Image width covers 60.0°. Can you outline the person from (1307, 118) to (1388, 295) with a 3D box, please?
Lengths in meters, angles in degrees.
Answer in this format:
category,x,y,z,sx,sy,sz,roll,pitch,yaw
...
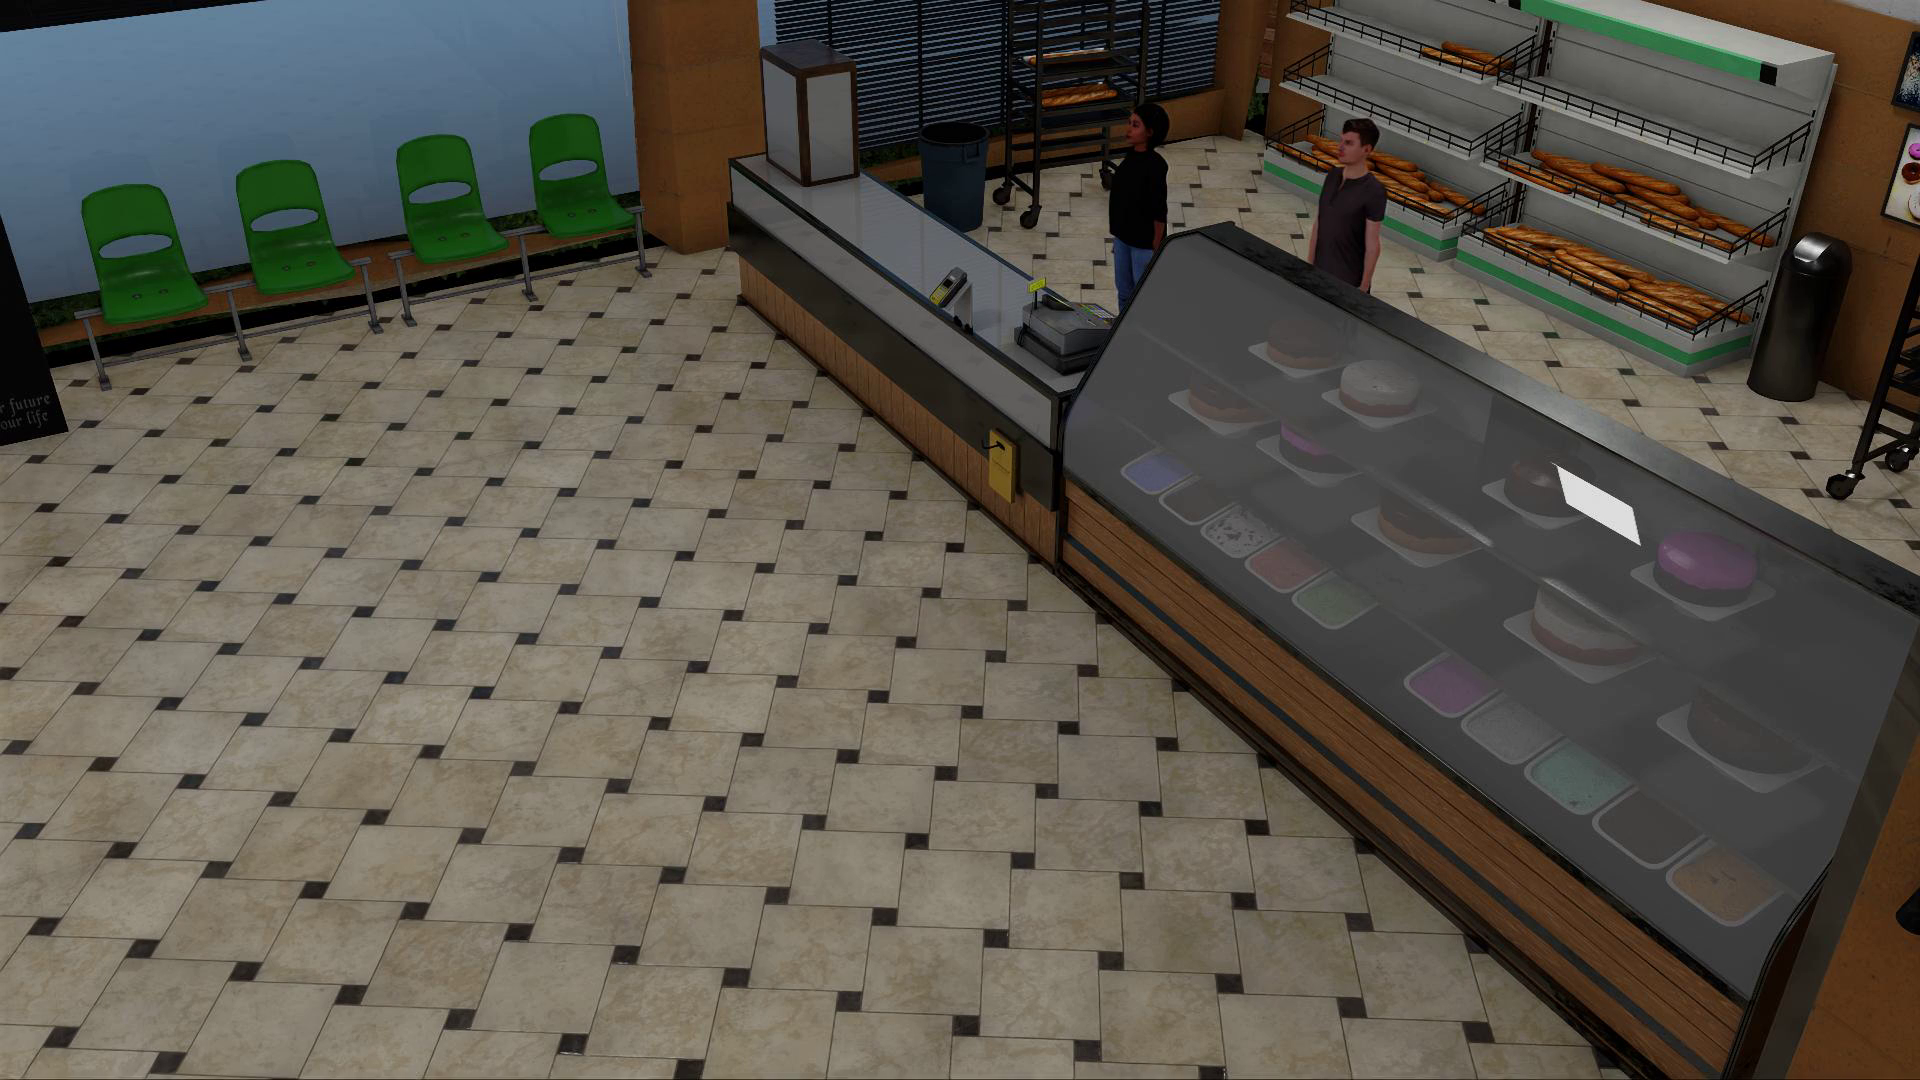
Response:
category,x,y,z,sx,sy,sz,roll,pitch,yaw
person,2.140,-1.458,9.336,0.517,1.853,0.641,-17,36,-25

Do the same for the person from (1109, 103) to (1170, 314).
category,x,y,z,sx,sy,sz,roll,pitch,yaw
person,1.076,-1.786,10.005,0.516,1.702,0.555,-17,36,-25
